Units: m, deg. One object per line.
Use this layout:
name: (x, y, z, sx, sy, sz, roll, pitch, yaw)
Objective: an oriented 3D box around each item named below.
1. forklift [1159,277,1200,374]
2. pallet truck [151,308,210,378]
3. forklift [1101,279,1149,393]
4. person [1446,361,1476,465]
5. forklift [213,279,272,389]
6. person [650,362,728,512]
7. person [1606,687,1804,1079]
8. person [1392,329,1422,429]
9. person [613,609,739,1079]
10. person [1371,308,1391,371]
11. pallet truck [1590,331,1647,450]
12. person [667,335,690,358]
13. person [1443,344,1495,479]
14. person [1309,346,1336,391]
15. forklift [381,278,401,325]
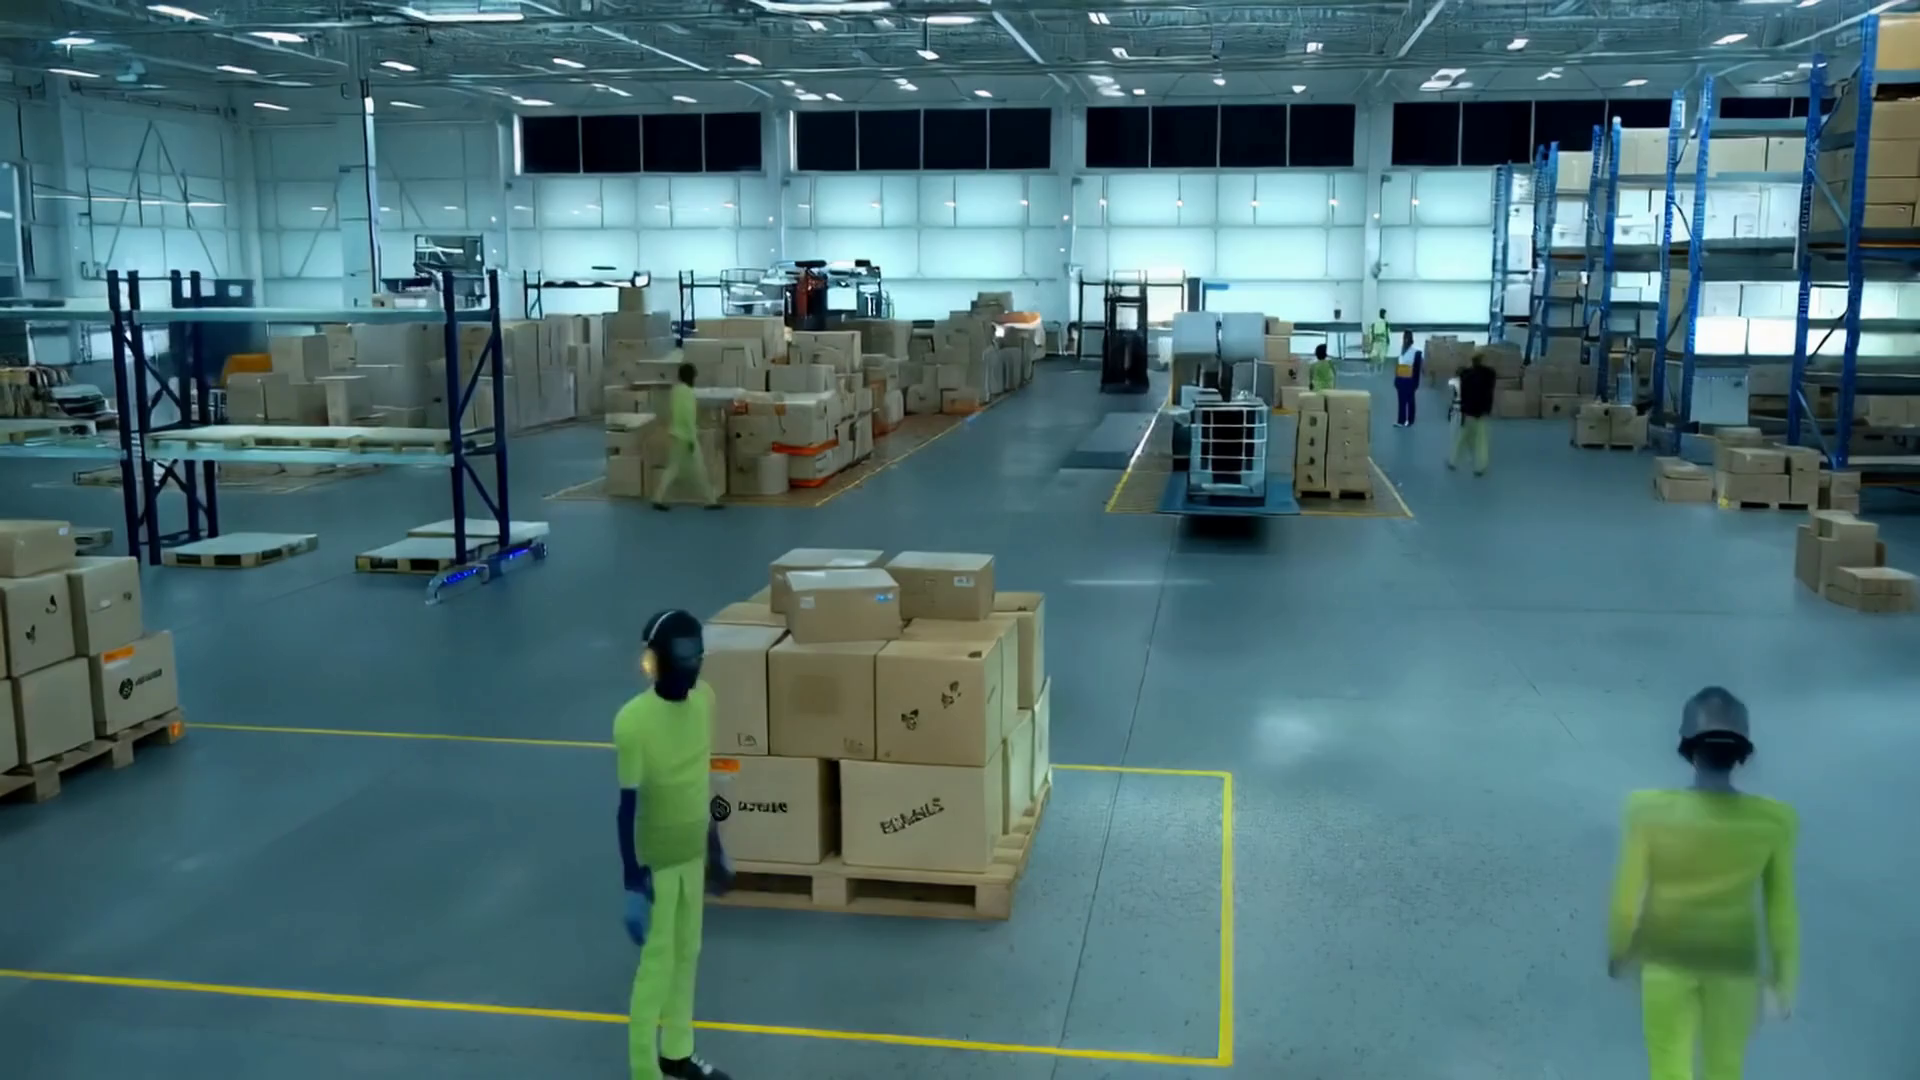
forklift: (6.784, -6.261, 48.529, 1.873, 2.768, 1.129, 1, 9, 9)
pallet truck: (-21.869, -5.598, 47.154, 0.823, 1.965, 1.885, 4, 10, 26)
forklift: (4.165, -5.133, 41.574, 1.129, 2.768, 1.873, 1, 9, 9)
person: (7.877, -1.990, 26.034, 0.532, 1.625, 0.328, 5, 11, 30)
forklift: (-16.726, -4.639, 38.526, 1.873, 2.768, 1.129, 4, 10, 22)
person: (-3.469, -1.275, 20.894, 0.965, 1.902, 0.653, 1, 9, 3)
person: (2.349, 1.314, 5.309, 0.544, 1.736, 0.794, 3, 10, 17)
person: (8.614, -3.098, 32.010, 0.400, 1.911, 0.588, -5, 11, -30)
person: (-1.020, 1.154, 5.986, 0.448, 1.851, 0.586, 5, 10, 28)
person: (12.584, -5.975, 49.775, 0.548, 1.911, 0.843, 5, 11, 30)
pallet truck: (11.253, -2.573, 28.499, 0.823, 1.965, 1.885, 5, 10, 27)
person: (-4.898, -2.694, 29.601, 0.624, 1.900, 1.006, -1, 9, -7)
person: (7.546, -1.909, 24.533, 0.642, 1.947, 0.973, -3, 10, -18)
person: (6.442, -2.610, 29.643, 0.535, 1.700, 0.318, -3, 10, -20)
forklift: (-14.947, -5.514, 43.920, 1.873, 2.768, 1.129, -3, 10, -19)
